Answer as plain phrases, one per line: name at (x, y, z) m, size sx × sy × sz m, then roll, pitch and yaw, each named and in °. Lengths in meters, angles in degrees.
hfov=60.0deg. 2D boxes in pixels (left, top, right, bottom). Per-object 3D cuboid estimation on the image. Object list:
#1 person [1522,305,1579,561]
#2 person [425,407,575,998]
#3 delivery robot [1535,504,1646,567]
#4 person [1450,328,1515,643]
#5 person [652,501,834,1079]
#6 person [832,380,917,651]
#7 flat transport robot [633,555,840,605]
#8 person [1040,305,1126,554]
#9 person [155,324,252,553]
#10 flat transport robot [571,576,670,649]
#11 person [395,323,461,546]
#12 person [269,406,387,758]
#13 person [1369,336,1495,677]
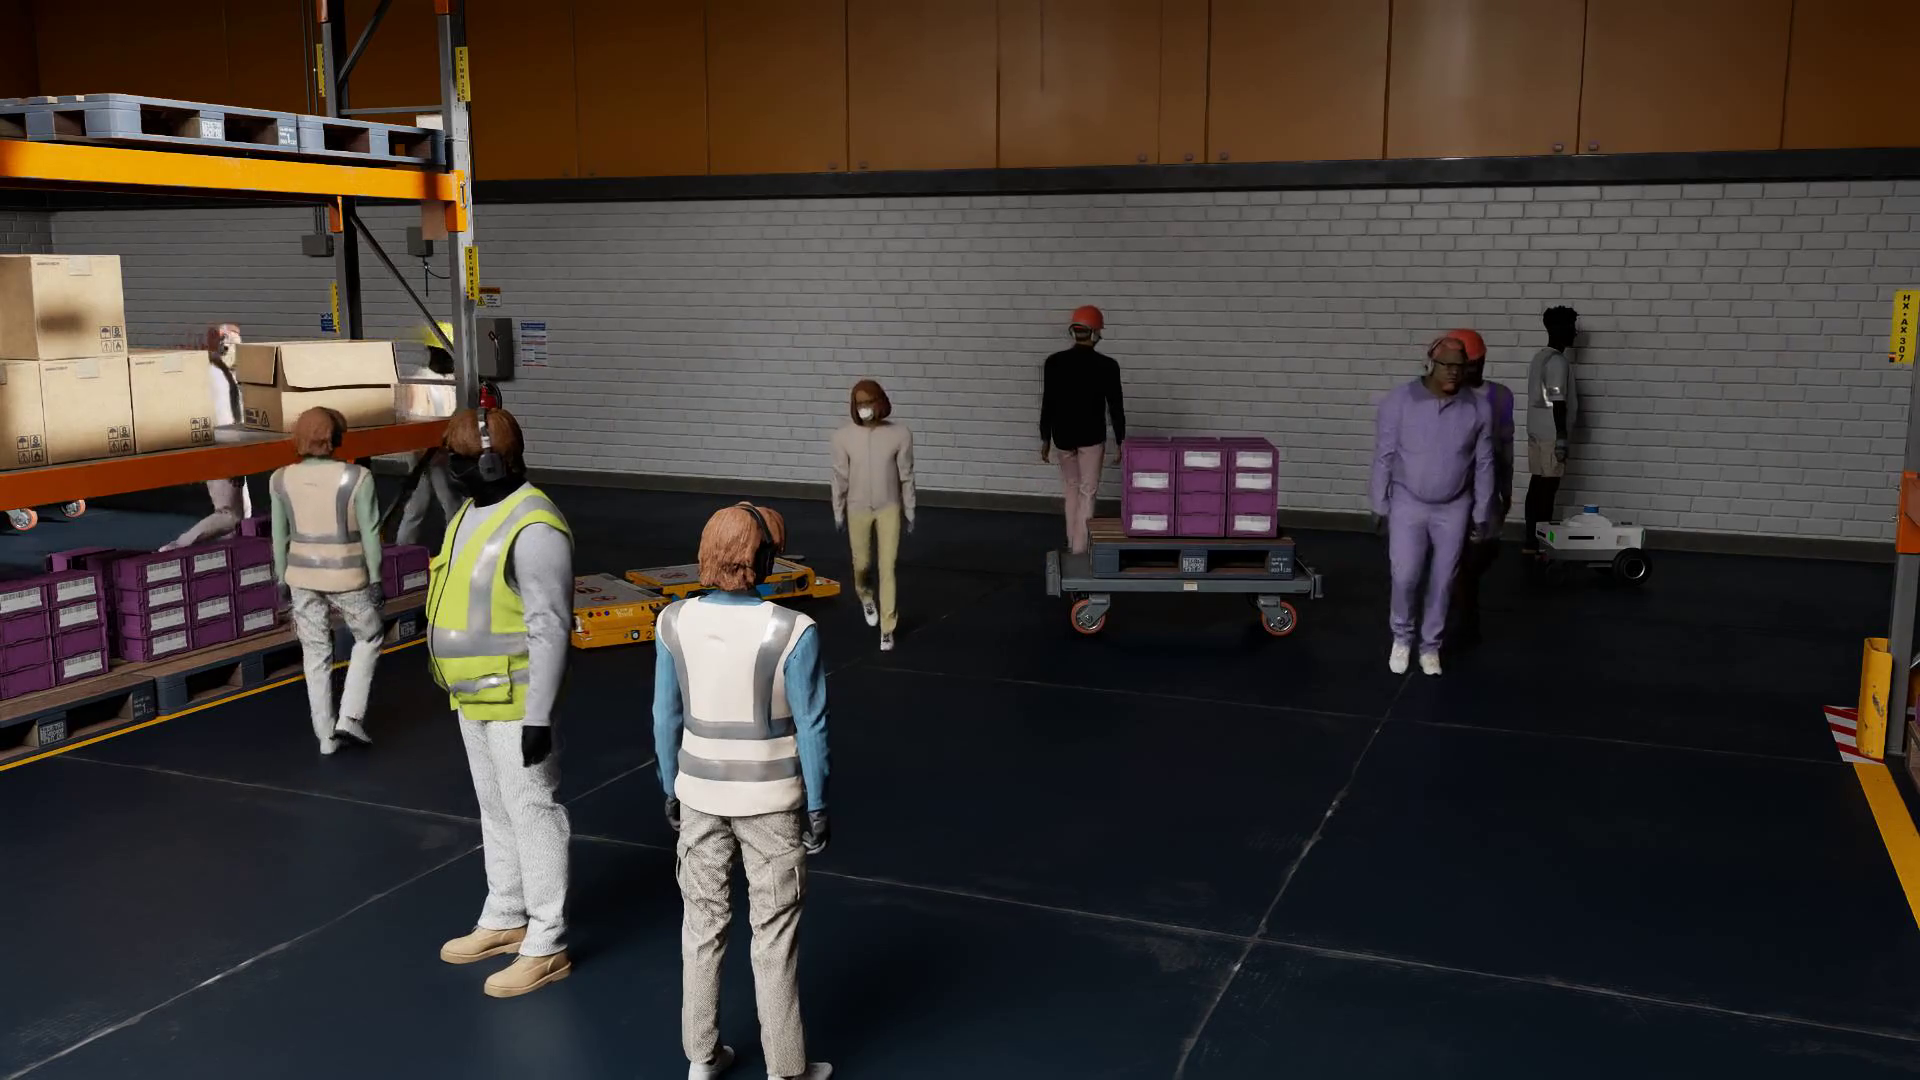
person at (4.585, -0.826, 12.894) m, size 0.368 × 1.959 × 0.603 m, roll 0°, pitch 9°, yaw 1°
person at (-1.442, 0.500, 5.233) m, size 0.430 × 1.840 × 0.619 m, roll -7°, pitch 12°, yaw -36°
delivery robot at (4.516, -0.014, 11.934) m, size 0.707 × 0.478 × 0.477 m, roll 0°, pitch 9°, yaw 0°
person at (3.075, -0.338, 10.114) m, size 0.555 × 1.905 × 0.559 m, roll 0°, pitch 9°, yaw 0°
person at (-0.588, 0.716, 4.518) m, size 0.521 × 1.639 × 0.311 m, roll 4°, pitch 10°, yaw 21°
person at (-0.516, -0.182, 10.082) m, size 0.514 × 1.600 × 0.731 m, roll 0°, pitch 9°, yaw 1°
flat transport robot at (-1.589, 0.295, 11.207) m, size 1.431 × 0.197 × 0.652 m, roll -6°, pitch 11°, yaw -33°
person at (0.966, -0.771, 12.515) m, size 0.647 × 1.968 × 0.680 m, roll 5°, pitch 11°, yaw 28°
person at (-5.191, -0.557, 11.520) m, size 0.660 × 1.874 × 0.638 m, roll -4°, pitch 10°, yaw -24°
flat transport robot at (-2.310, 0.423, 10.431) m, size 0.652 × 0.197 × 1.431 m, roll -6°, pitch 11°, yaw -33°
person at (-3.607, -0.587, 11.691) m, size 0.993 × 1.865 × 0.607 m, roll 0°, pitch 9°, yaw 1°
person at (-2.897, 0.198, 7.665) m, size 0.536 × 1.626 × 0.371 m, roll 1°, pitch 9°, yaw 3°
person at (2.600, -0.171, 9.140) m, size 0.659 × 1.883 × 0.468 m, roll 1°, pitch 9°, yaw 5°
